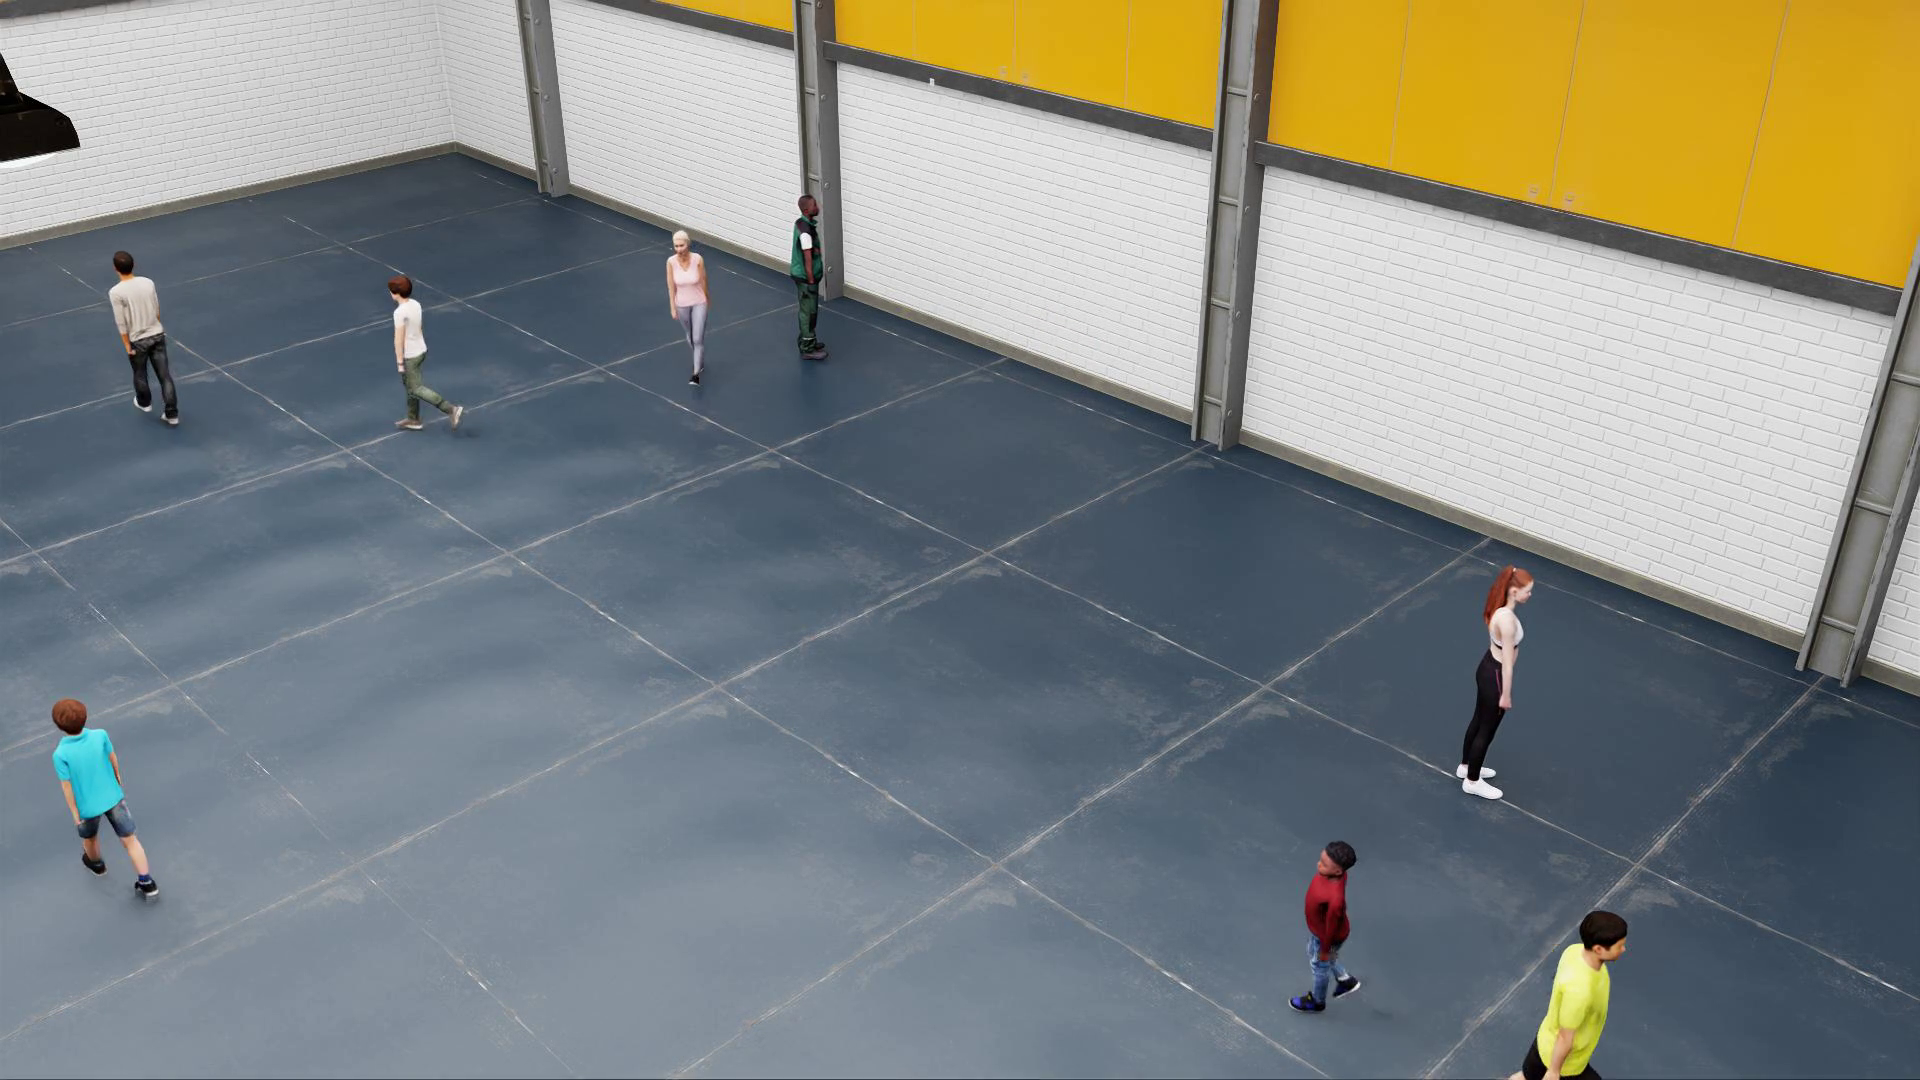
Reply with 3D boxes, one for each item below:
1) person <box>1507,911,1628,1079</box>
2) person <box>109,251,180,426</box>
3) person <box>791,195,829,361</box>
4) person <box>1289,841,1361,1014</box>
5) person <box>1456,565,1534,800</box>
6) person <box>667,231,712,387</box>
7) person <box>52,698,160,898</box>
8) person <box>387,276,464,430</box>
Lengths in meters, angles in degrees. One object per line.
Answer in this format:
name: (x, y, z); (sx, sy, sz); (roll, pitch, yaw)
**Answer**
person: (3.019, 2.562, 8.507); (1.175, 1.662, 0.962); (9, 30, 16)
person: (-8.157, -2.004, 16.753); (0.975, 1.780, 0.657); (25, 37, 37)
person: (-1.680, -2.913, 18.360); (0.840, 1.838, 0.733); (-5, 29, -10)
person: (2.174, 2.231, 9.551); (0.729, 1.243, 0.658); (6, 29, 11)
person: (3.647, 0.952, 11.365); (0.705, 1.752, 0.670); (4, 29, 7)
person: (-2.863, -2.530, 17.822); (1.085, 1.681, 1.118); (0, 29, 0)
person: (-5.374, 1.648, 10.440); (0.970, 1.415, 0.559); (22, 36, 35)
person: (-5.380, -1.819, 16.570); (1.091, 1.631, 0.949); (4, 29, 8)
